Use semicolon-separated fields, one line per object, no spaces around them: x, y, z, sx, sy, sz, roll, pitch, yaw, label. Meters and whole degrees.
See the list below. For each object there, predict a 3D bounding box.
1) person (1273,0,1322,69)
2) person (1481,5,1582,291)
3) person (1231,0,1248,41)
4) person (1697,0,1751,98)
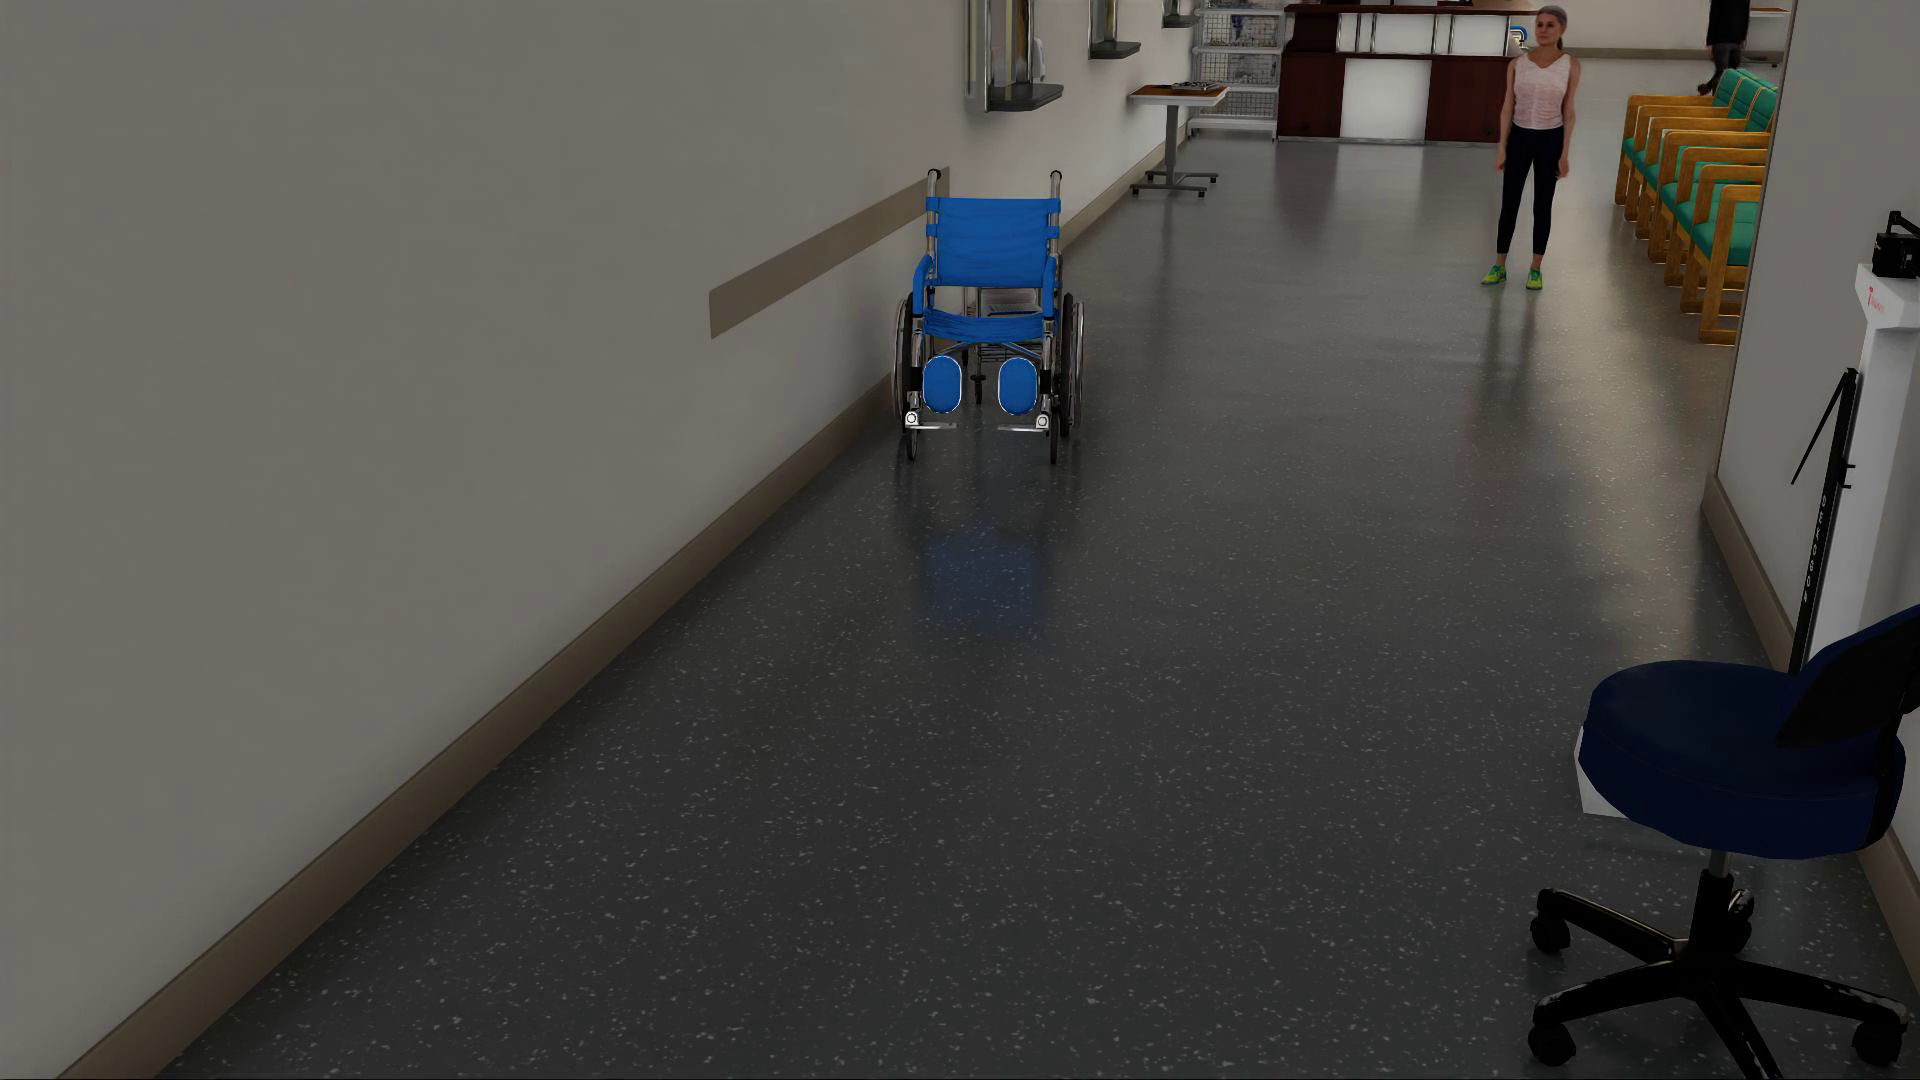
4.832;-7.385;23.350;1.233;1.731;0.969;-4;21;-11;person
3.562;-2.425;10.294;0.566;1.702;0.717;12;24;29;person
4.783;-9.202;28.316;0.722;1.610;0.787;18;27;40;person
8.735;-5.732;19.022;0.972;1.704;0.977;-6;21;-15;person
